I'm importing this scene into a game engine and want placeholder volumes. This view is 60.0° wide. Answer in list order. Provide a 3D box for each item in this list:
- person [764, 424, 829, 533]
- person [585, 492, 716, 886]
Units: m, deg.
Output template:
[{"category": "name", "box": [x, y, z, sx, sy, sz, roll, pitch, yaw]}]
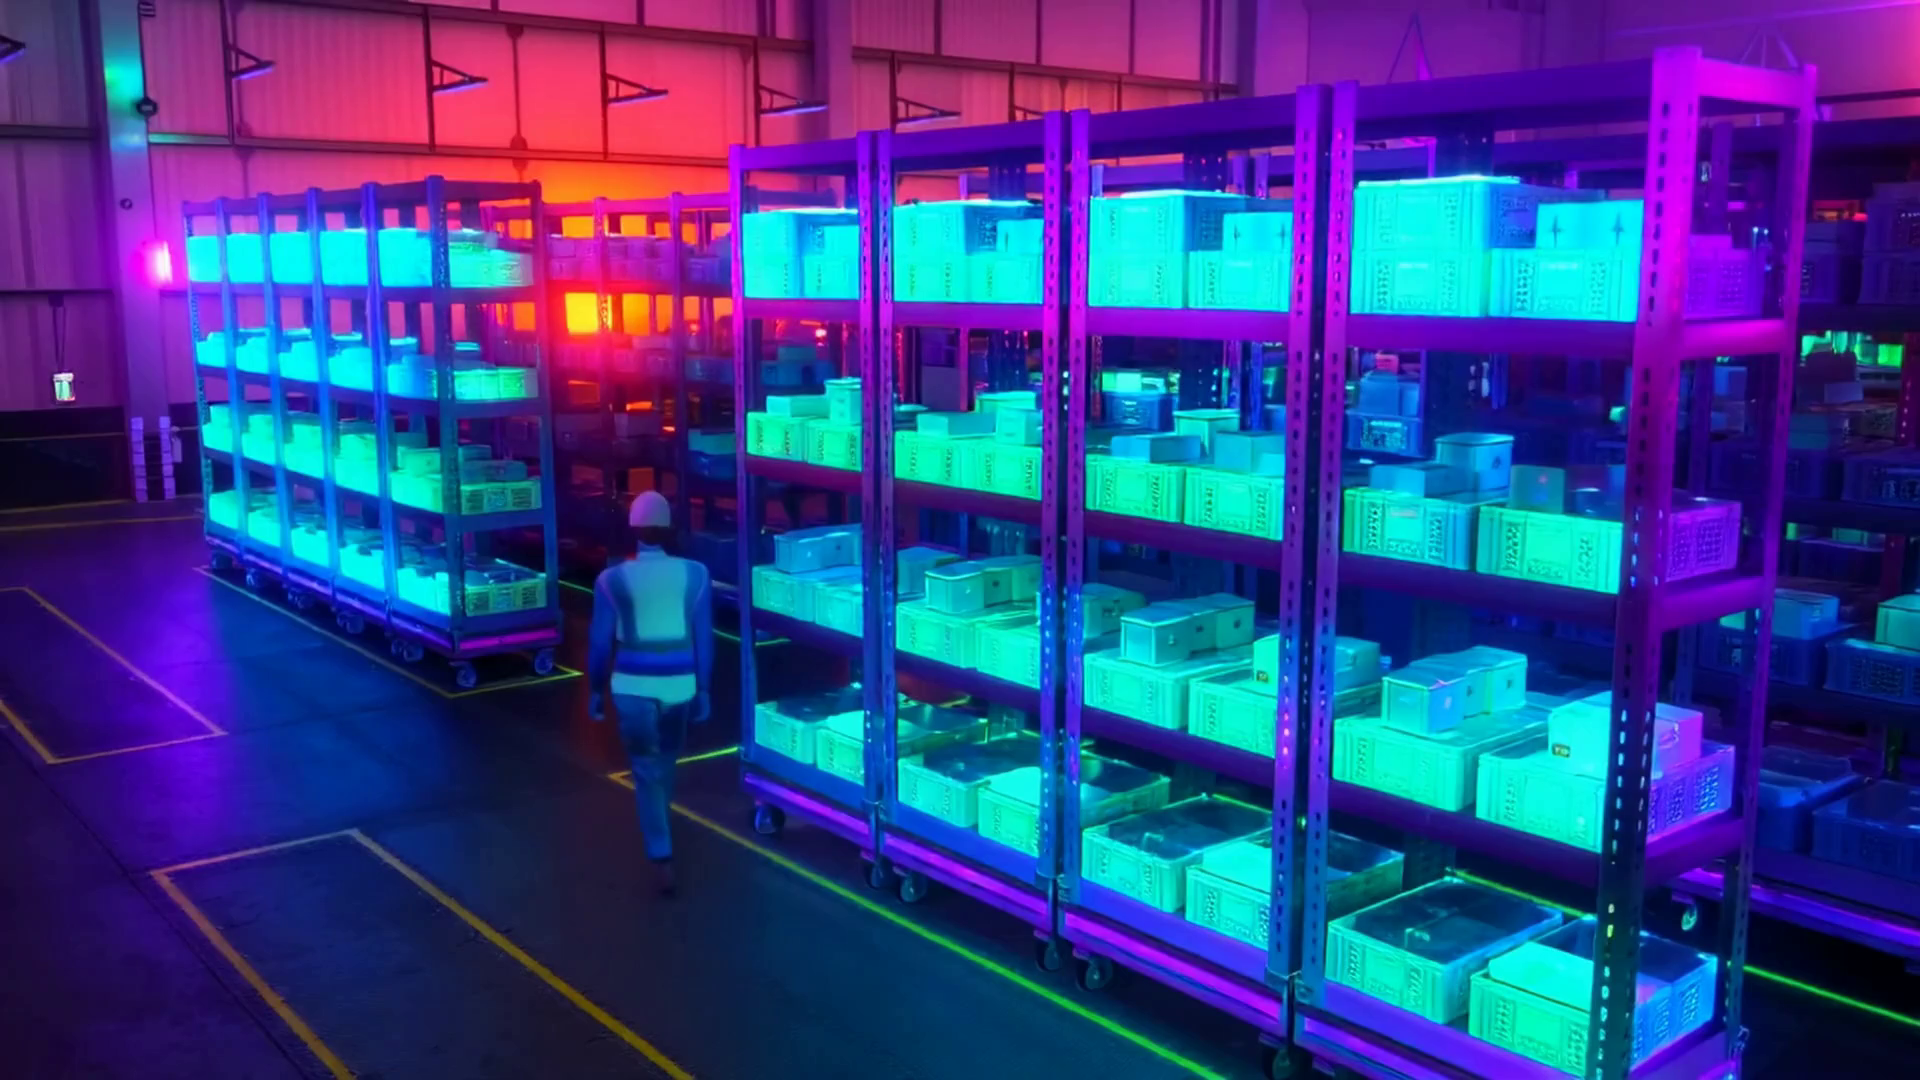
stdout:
[{"category": "person", "box": [-1.578, -0.513, 15.937, 0.591, 1.796, 0.984, -8, 12, -41]}, {"category": "person", "box": [-1.534, 0.721, 8.279, 0.626, 1.911, 0.944, -4, 10, -25]}]
